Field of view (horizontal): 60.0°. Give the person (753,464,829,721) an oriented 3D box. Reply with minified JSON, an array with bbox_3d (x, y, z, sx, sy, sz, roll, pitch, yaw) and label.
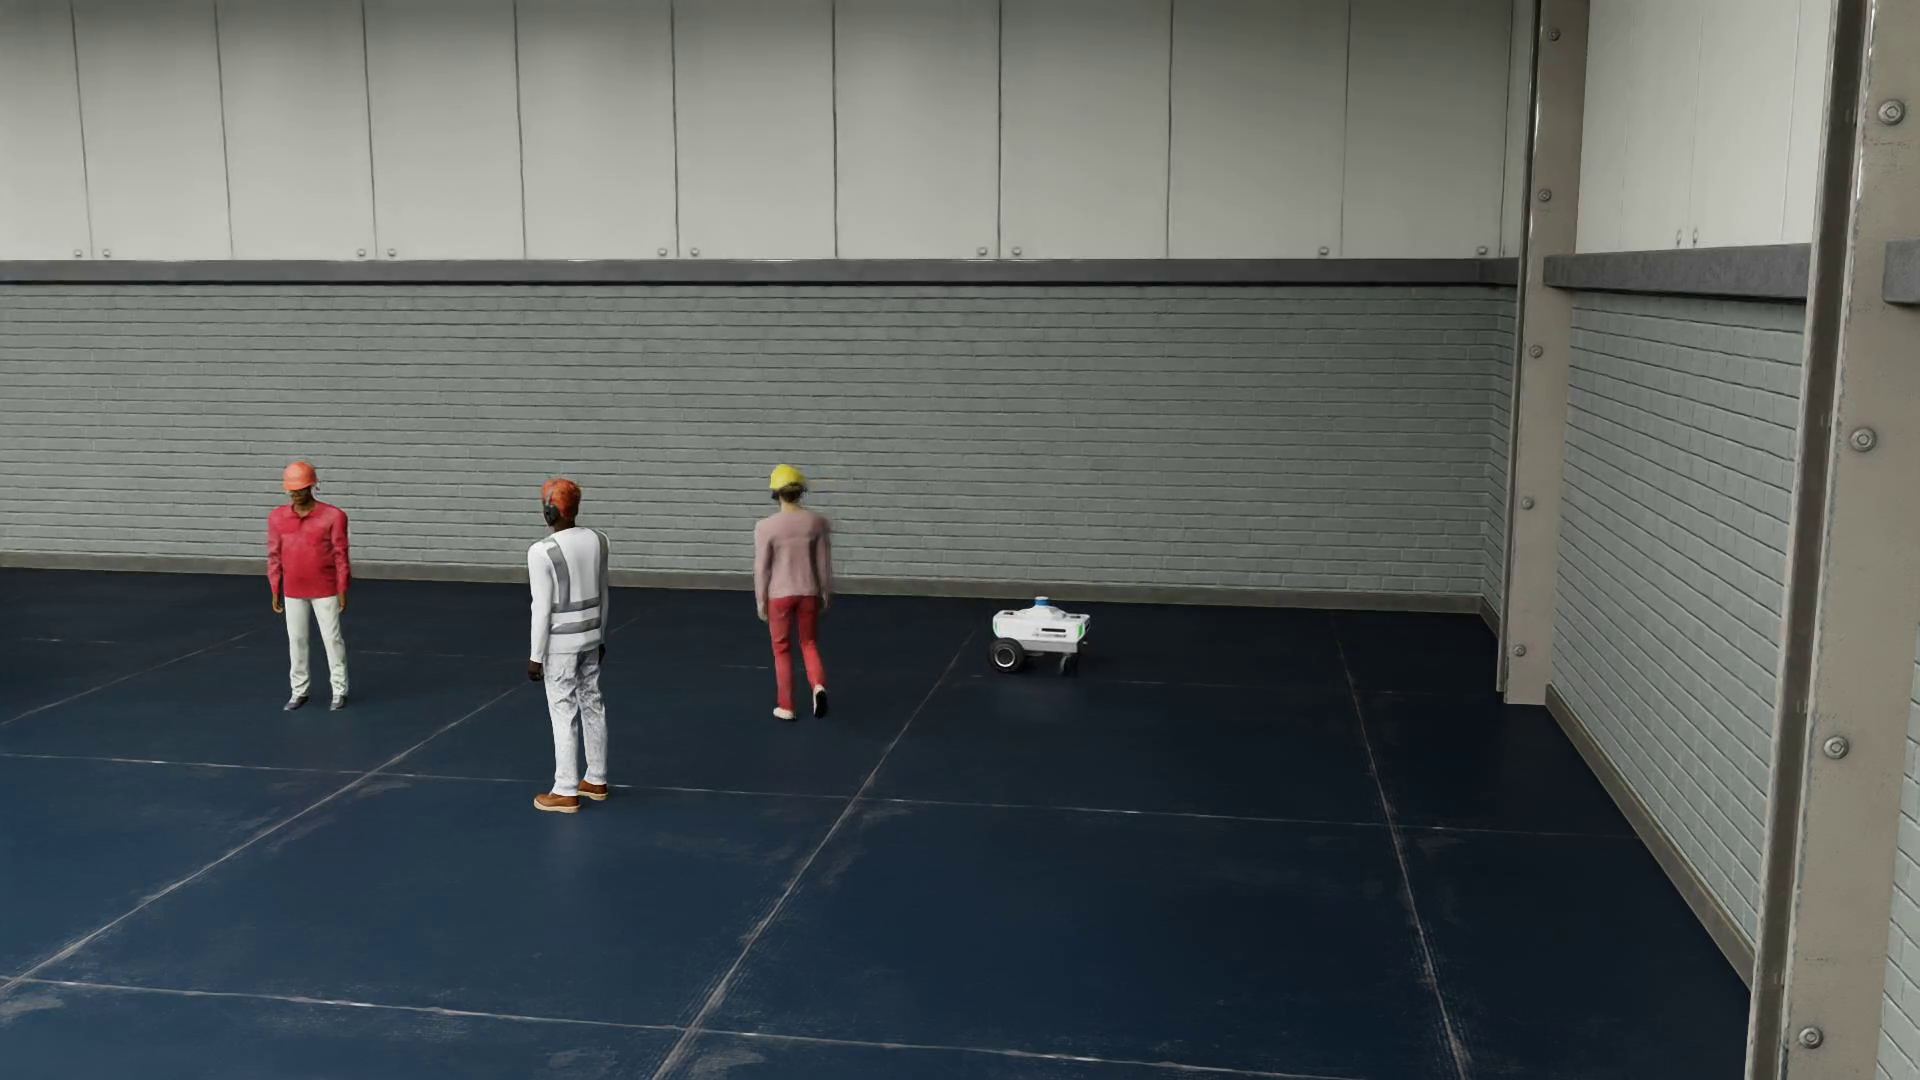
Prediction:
[{"bbox_3d":[-1.105,0.368,11.087,0.544,1.751,0.485,-5,10,-27],"label":"person"}]

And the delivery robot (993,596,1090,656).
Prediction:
[{"bbox_3d":[0.623,0.673,12.628,0.707,0.478,0.477,2,10,14],"label":"delivery robot"}]

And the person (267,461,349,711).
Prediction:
[{"bbox_3d":[-4.483,0.322,11.437,0.560,1.742,0.354,0,9,0],"label":"person"}]

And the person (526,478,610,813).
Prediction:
[{"bbox_3d":[-2.203,0.588,9.357,0.355,1.884,0.576,5,11,30],"label":"person"}]
